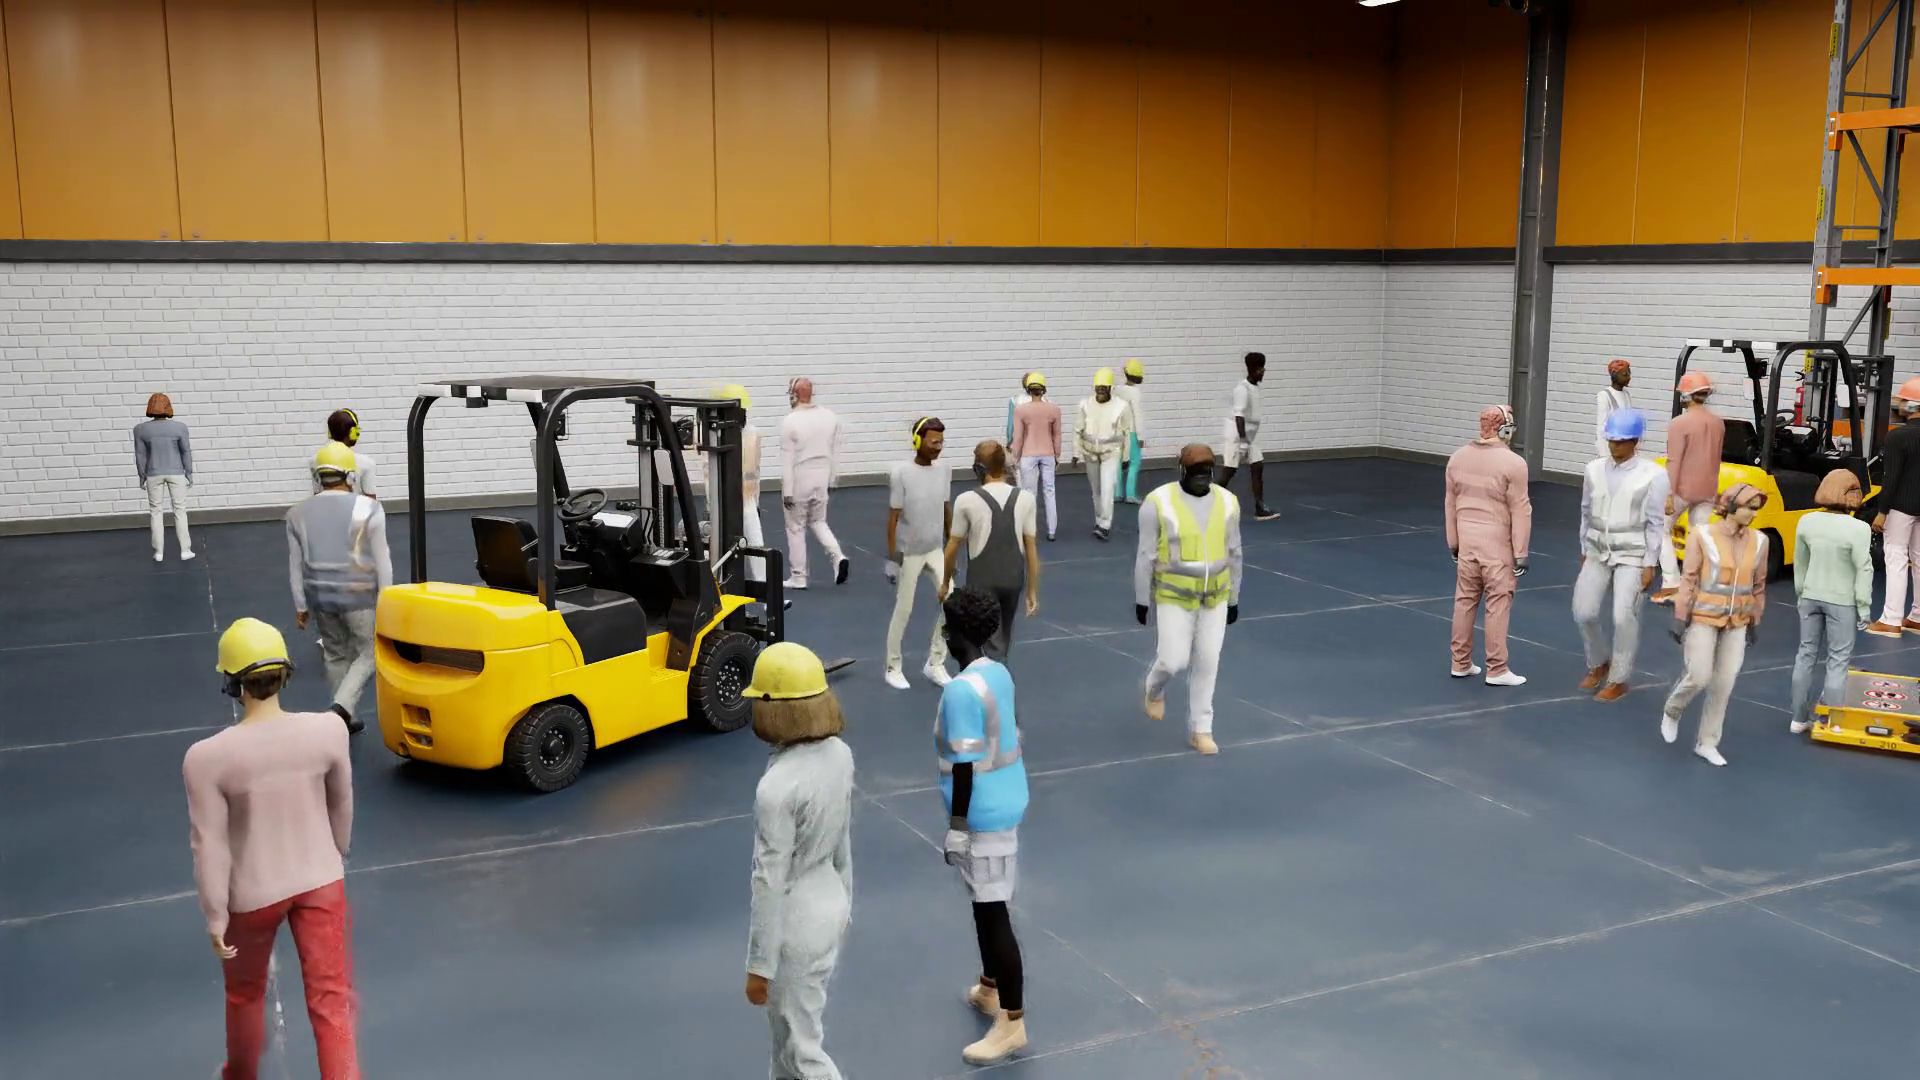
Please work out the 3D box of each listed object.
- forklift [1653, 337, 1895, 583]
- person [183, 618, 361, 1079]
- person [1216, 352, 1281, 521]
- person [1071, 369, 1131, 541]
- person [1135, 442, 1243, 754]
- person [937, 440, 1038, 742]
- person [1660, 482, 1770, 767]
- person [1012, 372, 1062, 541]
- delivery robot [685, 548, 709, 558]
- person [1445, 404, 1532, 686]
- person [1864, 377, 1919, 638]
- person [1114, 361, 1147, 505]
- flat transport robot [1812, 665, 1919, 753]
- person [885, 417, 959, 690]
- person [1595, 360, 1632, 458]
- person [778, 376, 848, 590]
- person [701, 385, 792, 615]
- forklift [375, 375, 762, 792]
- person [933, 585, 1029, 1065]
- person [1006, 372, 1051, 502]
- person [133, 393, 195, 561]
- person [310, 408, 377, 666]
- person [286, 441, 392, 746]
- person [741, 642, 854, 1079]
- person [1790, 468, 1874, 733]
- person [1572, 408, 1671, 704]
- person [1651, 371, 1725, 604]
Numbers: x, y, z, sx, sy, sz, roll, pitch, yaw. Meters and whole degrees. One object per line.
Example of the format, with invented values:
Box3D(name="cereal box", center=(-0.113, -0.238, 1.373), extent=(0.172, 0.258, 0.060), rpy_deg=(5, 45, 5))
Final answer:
Box3D(name="forklift", center=(7.551, -0.789, 15.507), extent=(2.313, 2.155, 1.214), rpy_deg=(-4, 10, -25))
Box3D(name="person", center=(-2.162, 1.098, 5.287), extent=(0.524, 1.720, 0.923), rpy_deg=(-7, 11, -36))
Box3D(name="person", center=(3.199, -1.146, 18.574), extent=(0.941, 1.906, 0.633), rpy_deg=(6, 11, 33))
Box3D(name="person", center=(1.454, -0.888, 17.371), extent=(0.587, 1.780, 0.957), rpy_deg=(4, 10, 21))
Box3D(name="person", center=(1.320, 0.320, 9.748), extent=(0.654, 1.825, 0.600), rpy_deg=(-3, 10, -16))
Box3D(name="person", center=(0.190, 0.293, 10.096), extent=(0.531, 1.786, 0.998), rpy_deg=(-3, 10, -19))
Box3D(name="person", center=(4.306, 0.463, 9.489), extent=(0.537, 1.615, 0.419), rpy_deg=(-1, 9, -6))
Box3D(name="person", center=(0.792, -0.857, 17.256), extent=(0.528, 1.765, 0.328), rpy_deg=(-2, 9, -12))
Box3D(name="delivery robot", center=(-2.228, 0.220, 14.024), extent=(0.707, 0.478, 0.477), rpy_deg=(3, 10, 17))
Box3D(name="person", center=(3.606, 0.033, 11.295), extent=(0.407, 1.906, 0.655), rpy_deg=(-6, 11, -33))
Box3D(name="person", center=(7.279, -0.247, 12.749), extent=(0.622, 1.996, 0.370), rpy_deg=(-3, 10, -18))
Box3D(name="person", center=(2.027, -1.281, 20.047), extent=(0.302, 1.730, 0.556), rpy_deg=(-5, 10, -28))
Box3D(name="flat transport robot", center=(5.662, 1.024, 10.205), extent=(0.652, 0.197, 1.431), rpy_deg=(6, 11, 31))
Box3D(name="person", center=(-0.230, 0.101, 11.095), extent=(0.539, 1.835, 0.643), rpy_deg=(-6, 11, -35))
Box3D(name="person", center=(6.851, -0.946, 17.442), extent=(0.350, 1.879, 0.595), rpy_deg=(9, 13, 44))
Box3D(name="person", center=(-1.309, -0.482, 14.533), extent=(0.655, 1.890, 0.594), rpy_deg=(-9, 13, -43))
Box3D(name="person", center=(-1.769, -0.306, 13.465), extent=(0.611, 1.882, 0.953), rpy_deg=(-8, 12, -41))
Box3D(name="forklift", center=(-2.268, 0.149, 9.685), extent=(1.214, 2.155, 2.313), rpy_deg=(6, 11, 32))
Box3D(name="person", center=(0.098, 1.008, 6.017), extent=(0.384, 1.654, 0.590), rpy_deg=(2, 9, 13))
Box3D(name="person", center=(0.808, -1.136, 19.394), extent=(0.542, 1.625, 0.409), rpy_deg=(-1, 9, -9))
Box3D(name="person", center=(-7.698, -0.607, 16.111), extent=(0.499, 1.633, 0.286), rpy_deg=(-3, 10, -19))
Box3D(name="person", center=(-4.362, -0.013, 11.811), extent=(0.526, 1.839, 0.854), rpy_deg=(2, 9, 12))
Box3D(name="person", center=(-3.626, 0.335, 9.708), extent=(0.596, 1.811, 0.602), rpy_deg=(1, 9, 6))
Box3D(name="person", center=(-0.471, 1.154, 4.941), extent=(0.584, 1.743, 0.502), rpy_deg=(3, 10, 20))
Box3D(name="person", center=(5.212, 0.385, 9.944), extent=(0.284, 1.636, 0.500), rpy_deg=(-4, 10, -25))
Box3D(name="person", center=(4.245, 0.111, 10.737), extent=(0.432, 1.927, 0.607), rpy_deg=(-8, 12, -41))
Box3D(name="person", center=(6.049, -0.418, 13.861), extent=(0.662, 1.974, 0.571), rpy_deg=(-4, 10, -23))
